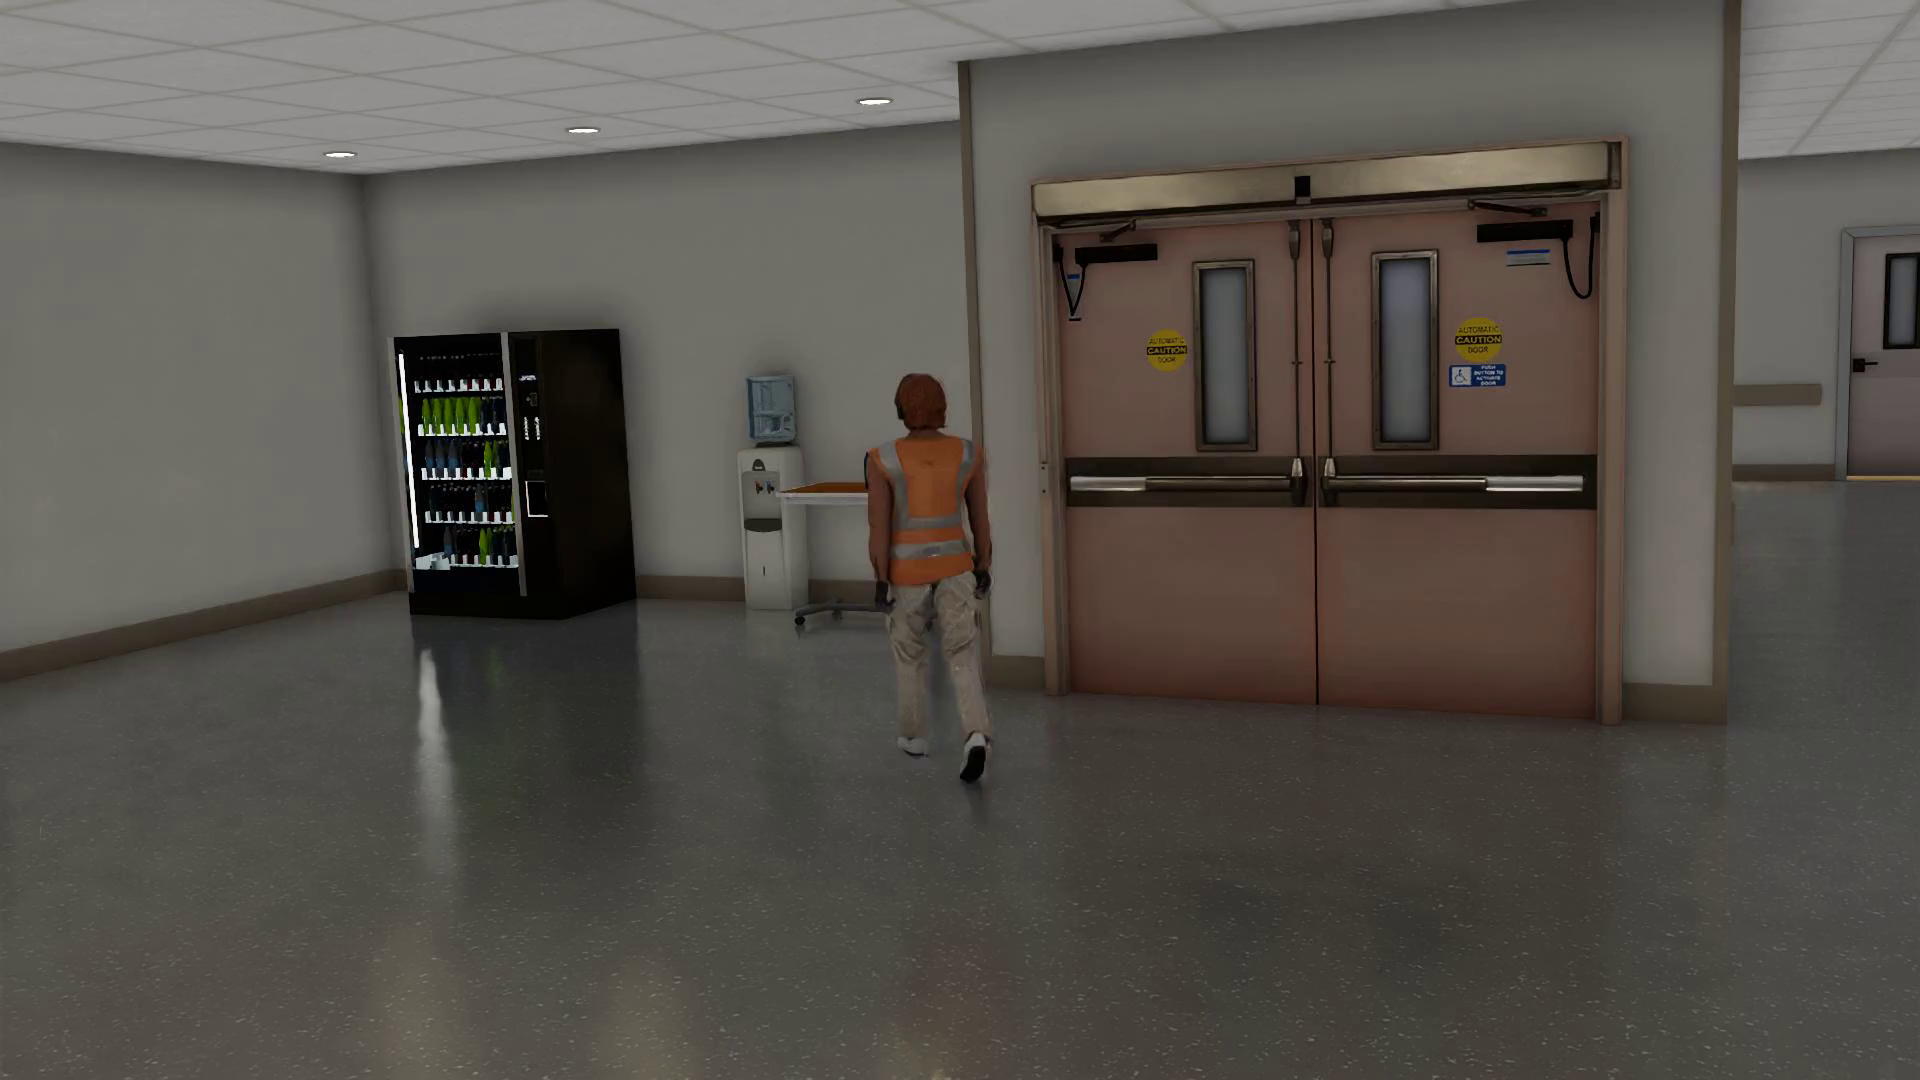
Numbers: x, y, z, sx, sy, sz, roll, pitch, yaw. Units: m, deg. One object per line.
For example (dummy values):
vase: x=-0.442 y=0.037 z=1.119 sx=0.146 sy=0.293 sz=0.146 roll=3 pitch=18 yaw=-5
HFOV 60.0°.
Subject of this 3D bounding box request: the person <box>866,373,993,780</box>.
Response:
person: x=-0.098 y=0.134 z=6.638 sx=0.527 sy=1.606 sz=0.806 roll=-4 pitch=8 yaw=-15
